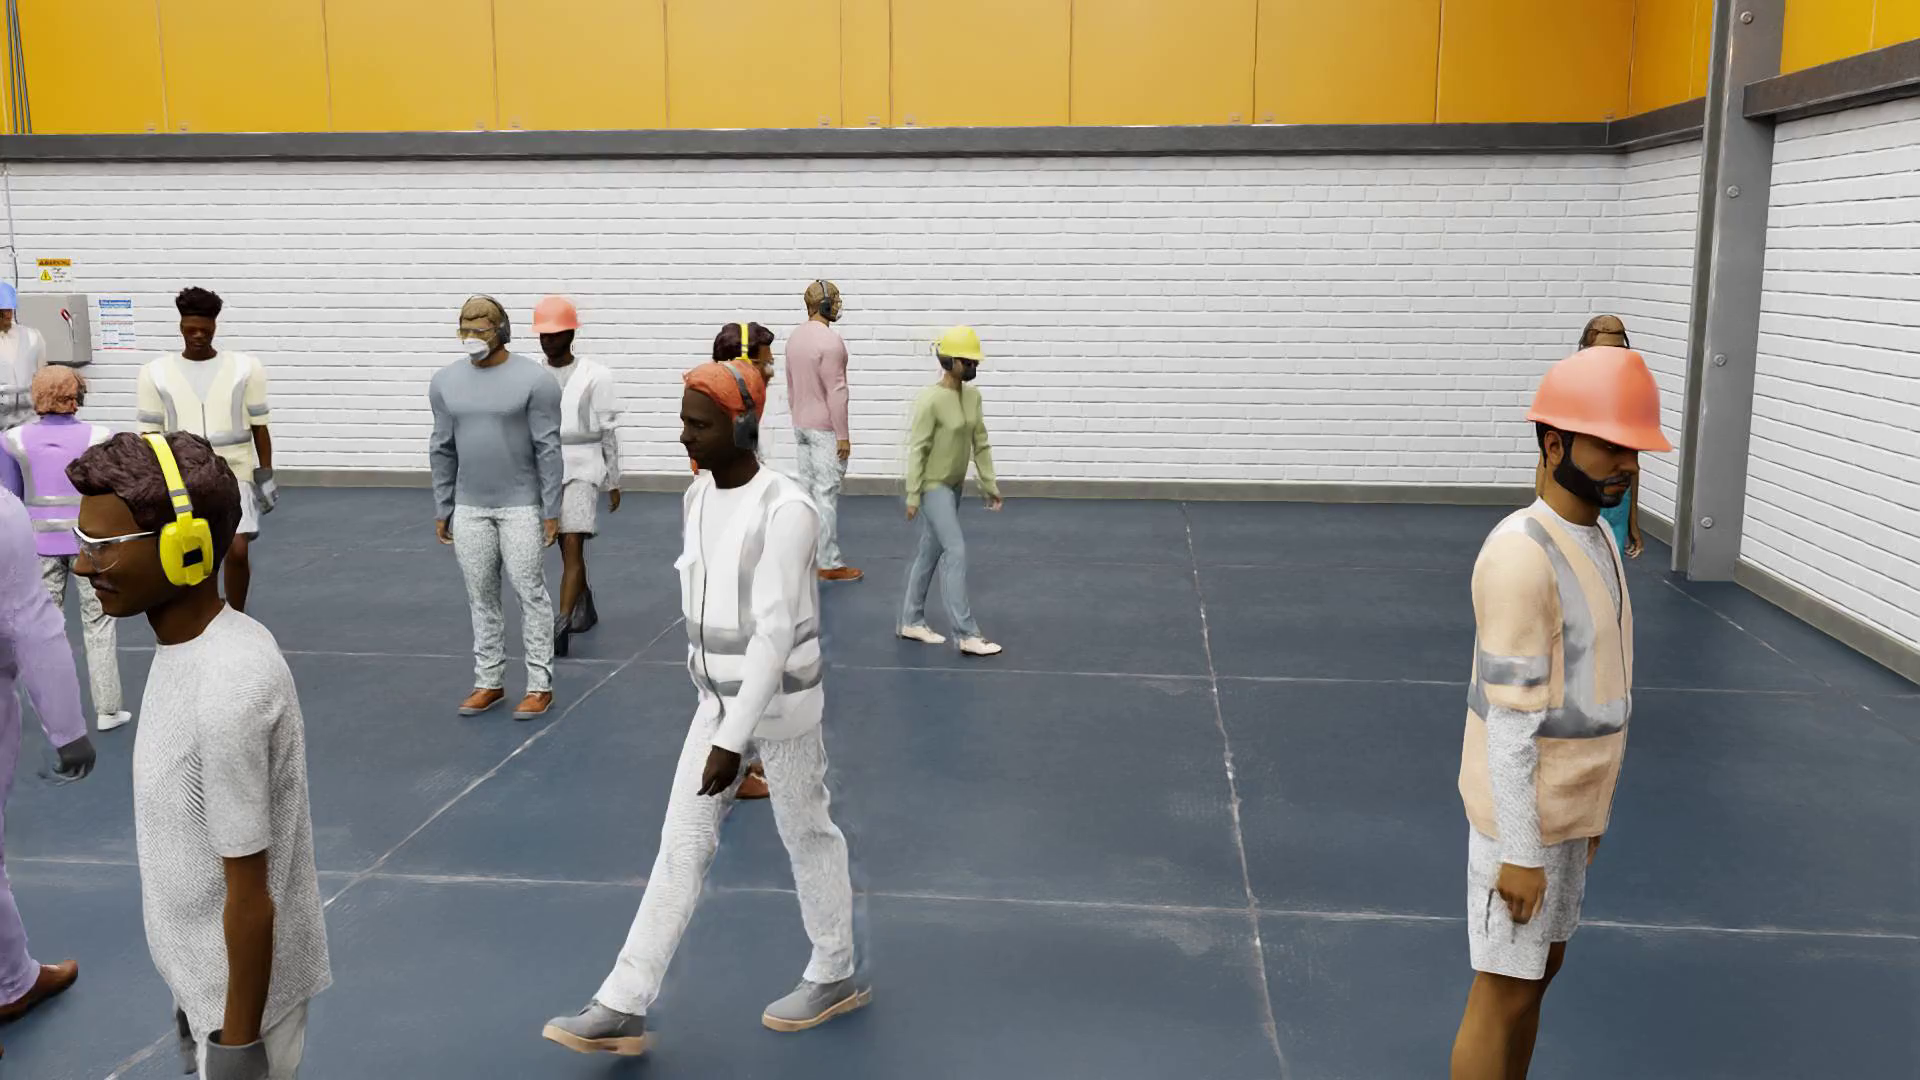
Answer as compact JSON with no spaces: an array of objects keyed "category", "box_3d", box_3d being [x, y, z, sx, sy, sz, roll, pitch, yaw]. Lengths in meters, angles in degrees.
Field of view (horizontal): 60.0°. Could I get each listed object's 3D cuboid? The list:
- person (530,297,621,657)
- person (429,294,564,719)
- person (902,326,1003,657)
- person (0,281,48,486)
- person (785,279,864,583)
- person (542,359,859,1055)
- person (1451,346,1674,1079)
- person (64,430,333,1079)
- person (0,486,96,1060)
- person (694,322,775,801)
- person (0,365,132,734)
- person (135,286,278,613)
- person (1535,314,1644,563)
[{"category":"person","box_3d":[-2.137,-0.356,8.912,0.570,1.878,1.027,2,10,9]},{"category":"person","box_3d":[-2.106,-0.145,7.575,0.634,1.930,0.384,2,10,11]},{"category":"person","box_3d":[-0.011,-0.256,8.778,0.823,1.724,0.533,5,11,29]},{"category":"person","box_3d":[-6.657,-0.857,11.711,0.917,1.902,0.661,8,13,39]},{"category":"person","box_3d":[-0.888,-0.694,10.678,0.372,1.940,0.627,-7,12,-33]},{"category":"person","box_3d":[-0.644,0.467,4.300,0.982,1.835,0.574,-9,13,-42]},{"category":"person","box_3d":[1.255,0.562,3.504,0.376,1.933,0.545,7,12,35]},{"category":"person","box_3d":[-1.178,0.747,2.663,0.321,1.860,0.517,-5,11,-26]},{"category":"person","box_3d":[-2.555,0.442,4.342,0.666,1.869,0.858,3,10,16]},{"category":"person","box_3d":[-0.867,0.088,6.451,0.324,1.854,0.530,-4,11,-24]},{"category":"person","box_3d":[-3.908,0.048,7.310,0.520,1.631,0.319,-3,10,-15]},{"category":"person","box_3d":[-3.821,-0.303,8.427,0.651,1.936,0.664,-3,10,-19]},{"category":"person","box_3d":[2.810,-0.081,7.434,0.516,1.843,0.327,-2,10,-11]}]
